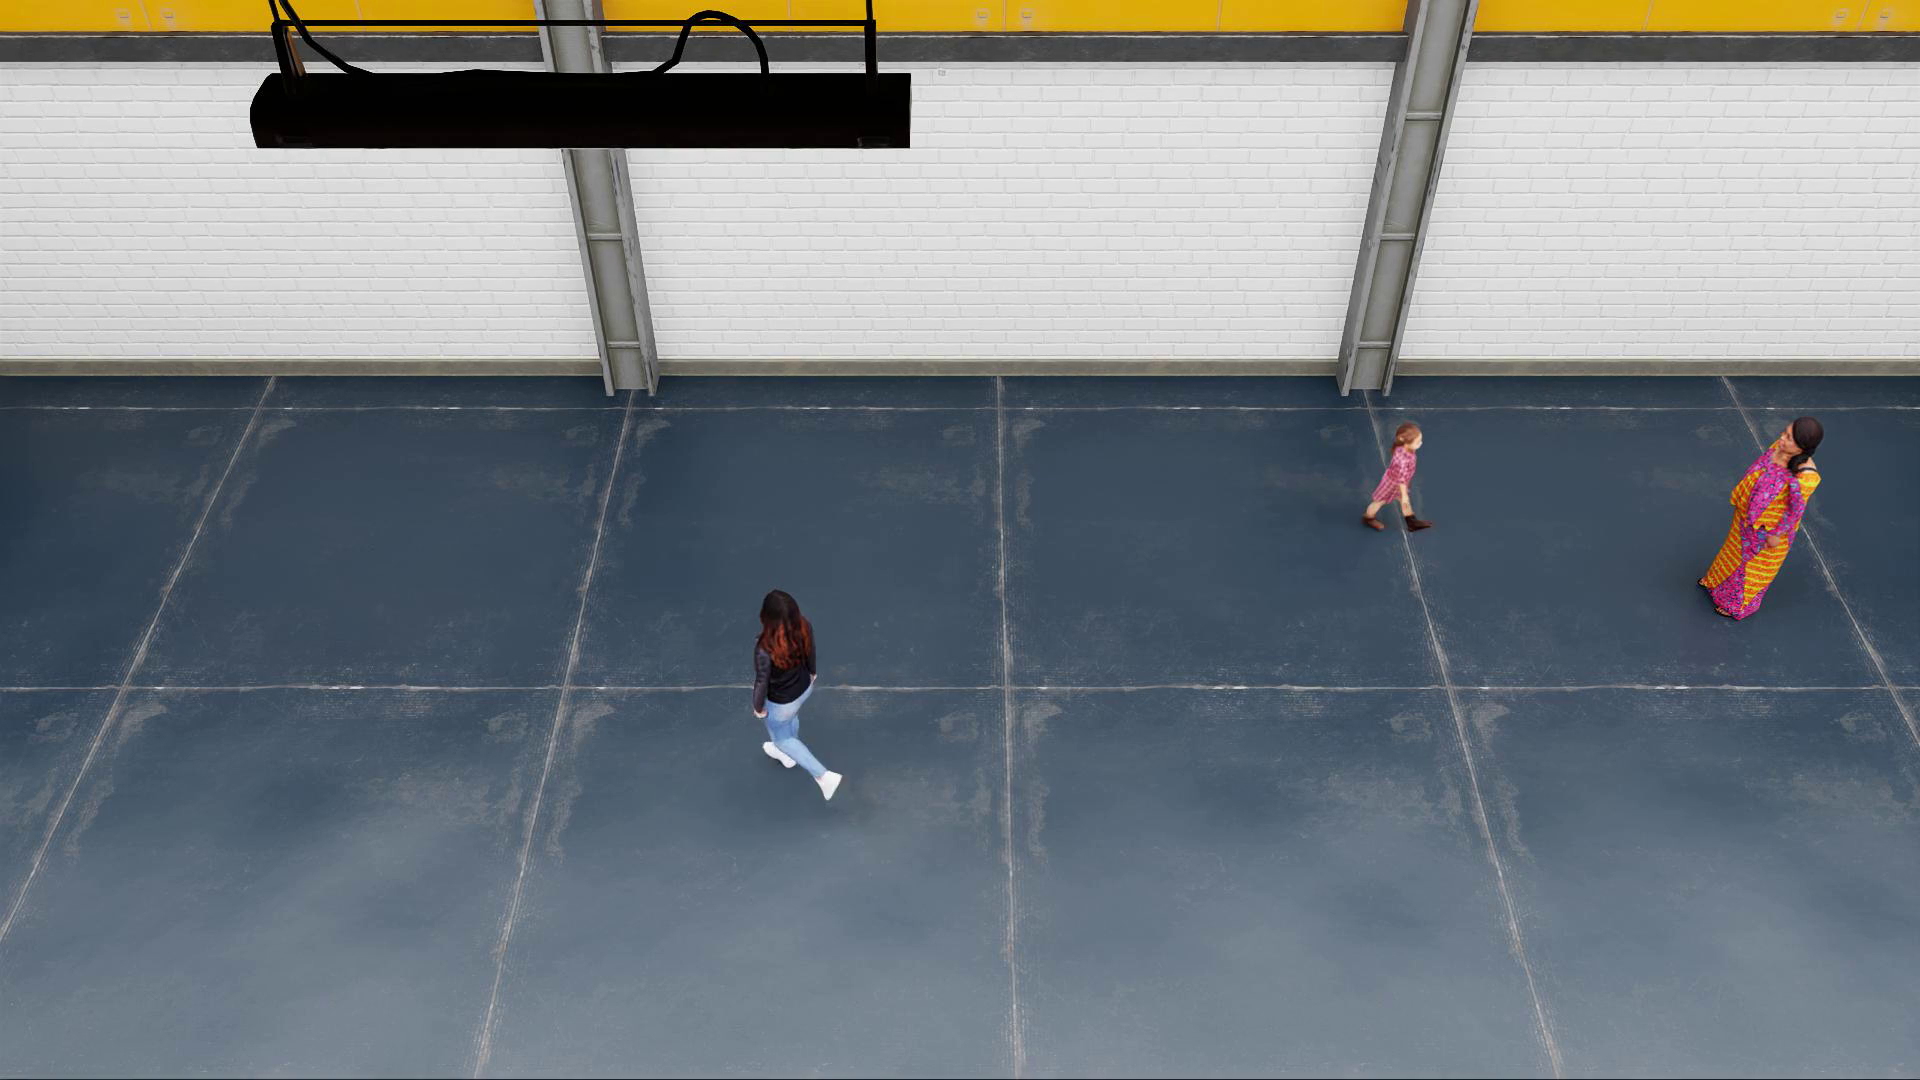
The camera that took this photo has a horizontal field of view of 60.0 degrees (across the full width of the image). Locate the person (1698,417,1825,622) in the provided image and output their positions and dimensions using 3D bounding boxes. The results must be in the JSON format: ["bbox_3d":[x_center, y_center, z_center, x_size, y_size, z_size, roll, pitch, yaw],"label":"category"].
[{"bbox_3d":[5.481,-0.185,11.311,0.663,1.683,0.661,-4,44,-4],"label":"person"}]

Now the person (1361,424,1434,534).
[{"bbox_3d":[3.124,-0.443,12.076,0.776,1.000,0.574,13,45,13],"label":"person"}]

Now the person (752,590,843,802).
[{"bbox_3d":[-1.016,0.964,10.156,1.079,1.612,0.975,29,51,27],"label":"person"}]
